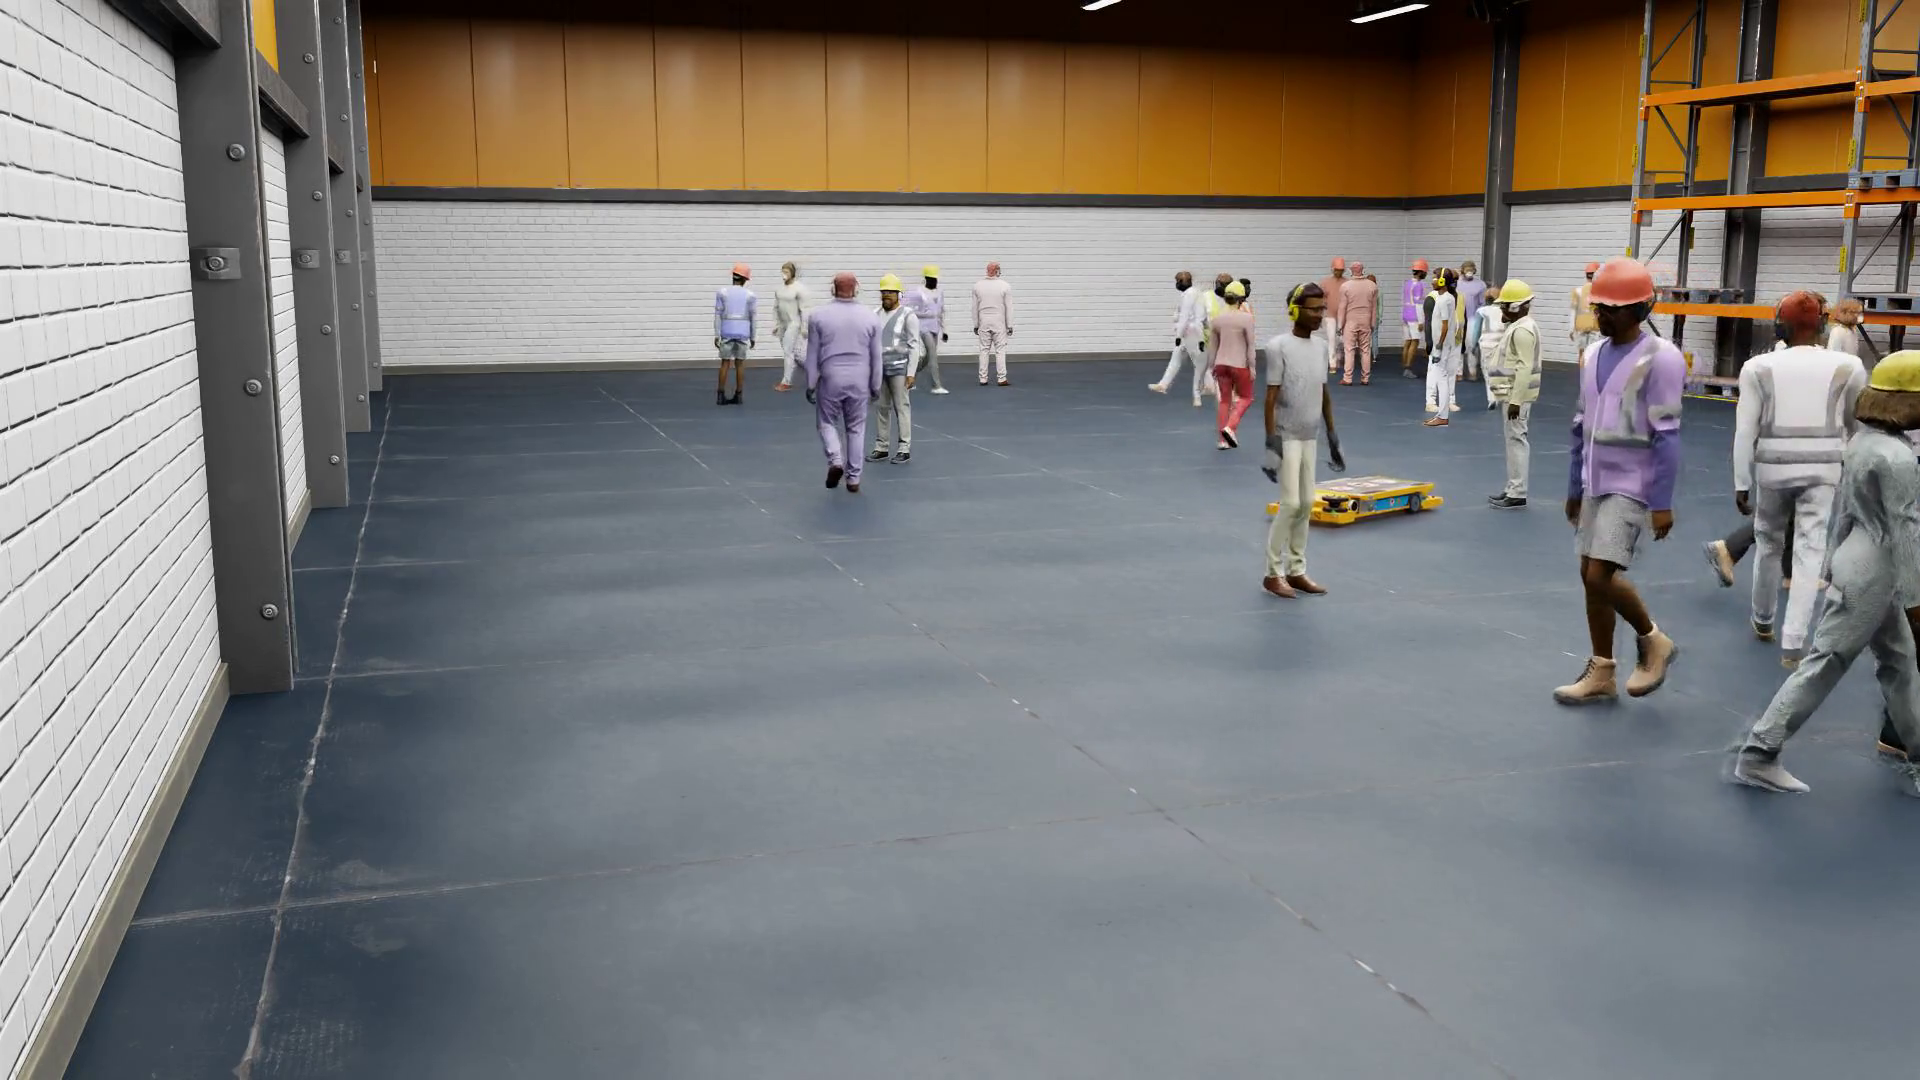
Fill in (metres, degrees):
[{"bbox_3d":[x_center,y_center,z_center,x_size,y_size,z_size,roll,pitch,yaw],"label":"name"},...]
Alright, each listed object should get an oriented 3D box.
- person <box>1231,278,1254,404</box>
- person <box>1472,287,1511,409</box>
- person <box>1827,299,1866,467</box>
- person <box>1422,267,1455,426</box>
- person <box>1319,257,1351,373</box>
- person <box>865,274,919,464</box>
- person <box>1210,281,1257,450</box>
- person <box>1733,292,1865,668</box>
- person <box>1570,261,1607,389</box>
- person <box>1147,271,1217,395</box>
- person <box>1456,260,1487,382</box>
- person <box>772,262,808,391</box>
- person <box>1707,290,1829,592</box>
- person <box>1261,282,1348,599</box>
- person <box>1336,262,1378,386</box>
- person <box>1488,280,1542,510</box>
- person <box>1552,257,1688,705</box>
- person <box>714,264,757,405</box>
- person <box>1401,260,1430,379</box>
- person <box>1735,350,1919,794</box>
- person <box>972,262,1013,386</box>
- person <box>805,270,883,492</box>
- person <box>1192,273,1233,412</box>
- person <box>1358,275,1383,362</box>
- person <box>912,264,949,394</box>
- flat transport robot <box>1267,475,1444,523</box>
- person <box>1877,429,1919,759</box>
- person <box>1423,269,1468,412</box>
[{"bbox_3d":[3.827,-2.711,22.674,0.319,1.697,0.533,7,12,36],"label":"person"},{"bbox_3d":[7.030,-2.524,21.865,0.512,1.601,0.798,0,10,-2],"label":"person"},{"bbox_3d":[8.313,-1.491,15.849,0.510,1.619,0.549,-9,13,-42],"label":"person"},{"bbox_3d":[5.668,-2.274,19.638,0.327,1.874,0.519,4,11,21],"label":"person"},{"bbox_3d":[6.418,-3.824,28.318,0.651,1.973,0.506,1,10,8],"label":"person"},{"bbox_3d":[-0.682,-1.660,16.181,0.600,1.835,0.404,7,12,35],"label":"person"},{"bbox_3d":[2.819,-1.797,17.207,0.549,1.751,0.395,8,13,39],"label":"person"},{"bbox_3d":[4.244,-0.321,8.437,0.606,1.834,0.936,5,11,26],"label":"person"},{"bbox_3d":[9.379,-3.188,24.789,0.565,1.921,0.679,5,11,24],"label":"person"},{"bbox_3d":[3.237,-2.963,23.893,0.999,1.783,0.635,1,10,8],"label":"person"},{"bbox_3d":[7.991,-3.448,26.302,0.642,1.912,0.762,2,10,12],"label":"person"},{"bbox_3d":[-2.468,-3.196,24.866,0.626,1.916,0.877,9,14,44],"label":"person"},{"bbox_3d":[4.879,-0.567,9.897,0.744,1.827,0.525,0,10,-1],"label":"person"},{"bbox_3d":[2.049,-0.594,9.929,0.565,1.869,0.359,-8,12,-38],"label":"person"},{"bbox_3d":[6.096,-3.321,25.617,0.636,1.903,0.405,-2,10,-11],"label":"person"},{"bbox_3d":[4.422,-1.157,13.293,0.403,1.827,0.599,3,10,17],"label":"person"},{"bbox_3d":[2.920,-0.236,7.395,0.493,2.021,0.635,-2,10,-14],"label":"person"},{"bbox_3d":[-3.021,-2.756,22.403,0.572,1.895,0.404,-2,10,-10],"label":"person"},{"bbox_3d":[7.429,-3.597,27.142,0.407,1.931,0.576,-1,10,-6],"label":"person"},{"bbox_3d":[3.392,0.143,6.160,0.916,1.690,0.500,3,10,17],"label":"person"},{"bbox_3d":[0.517,-3.317,25.572,0.654,1.906,0.406,3,10,19],"label":"person"},{"bbox_3d":[-0.991,-1.347,14.210,0.675,1.889,0.426,-2,10,-13],"label":"person"},{"bbox_3d":[3.326,-2.591,21.760,0.626,1.786,0.999,-2,10,-10],"label":"person"},{"bbox_3d":[7.689,-4.159,31.242,0.497,1.633,0.284,1,10,8],"label":"person"},{"bbox_3d":[-0.510,-3.081,24.264,0.845,1.891,0.598,8,13,38],"label":"person"},{"bbox_3d":[3.114,-0.333,13.027,1.431,0.197,0.652,-9,13,-41],"label":"flat transport robot"},{"bbox_3d":[3.995,-0.088,6.709,0.614,1.963,0.361,-8,13,-39],"label":"person"},{"bbox_3d":[6.250,-2.555,21.392,0.619,1.836,0.431,-4,11,-22],"label":"person"}]
